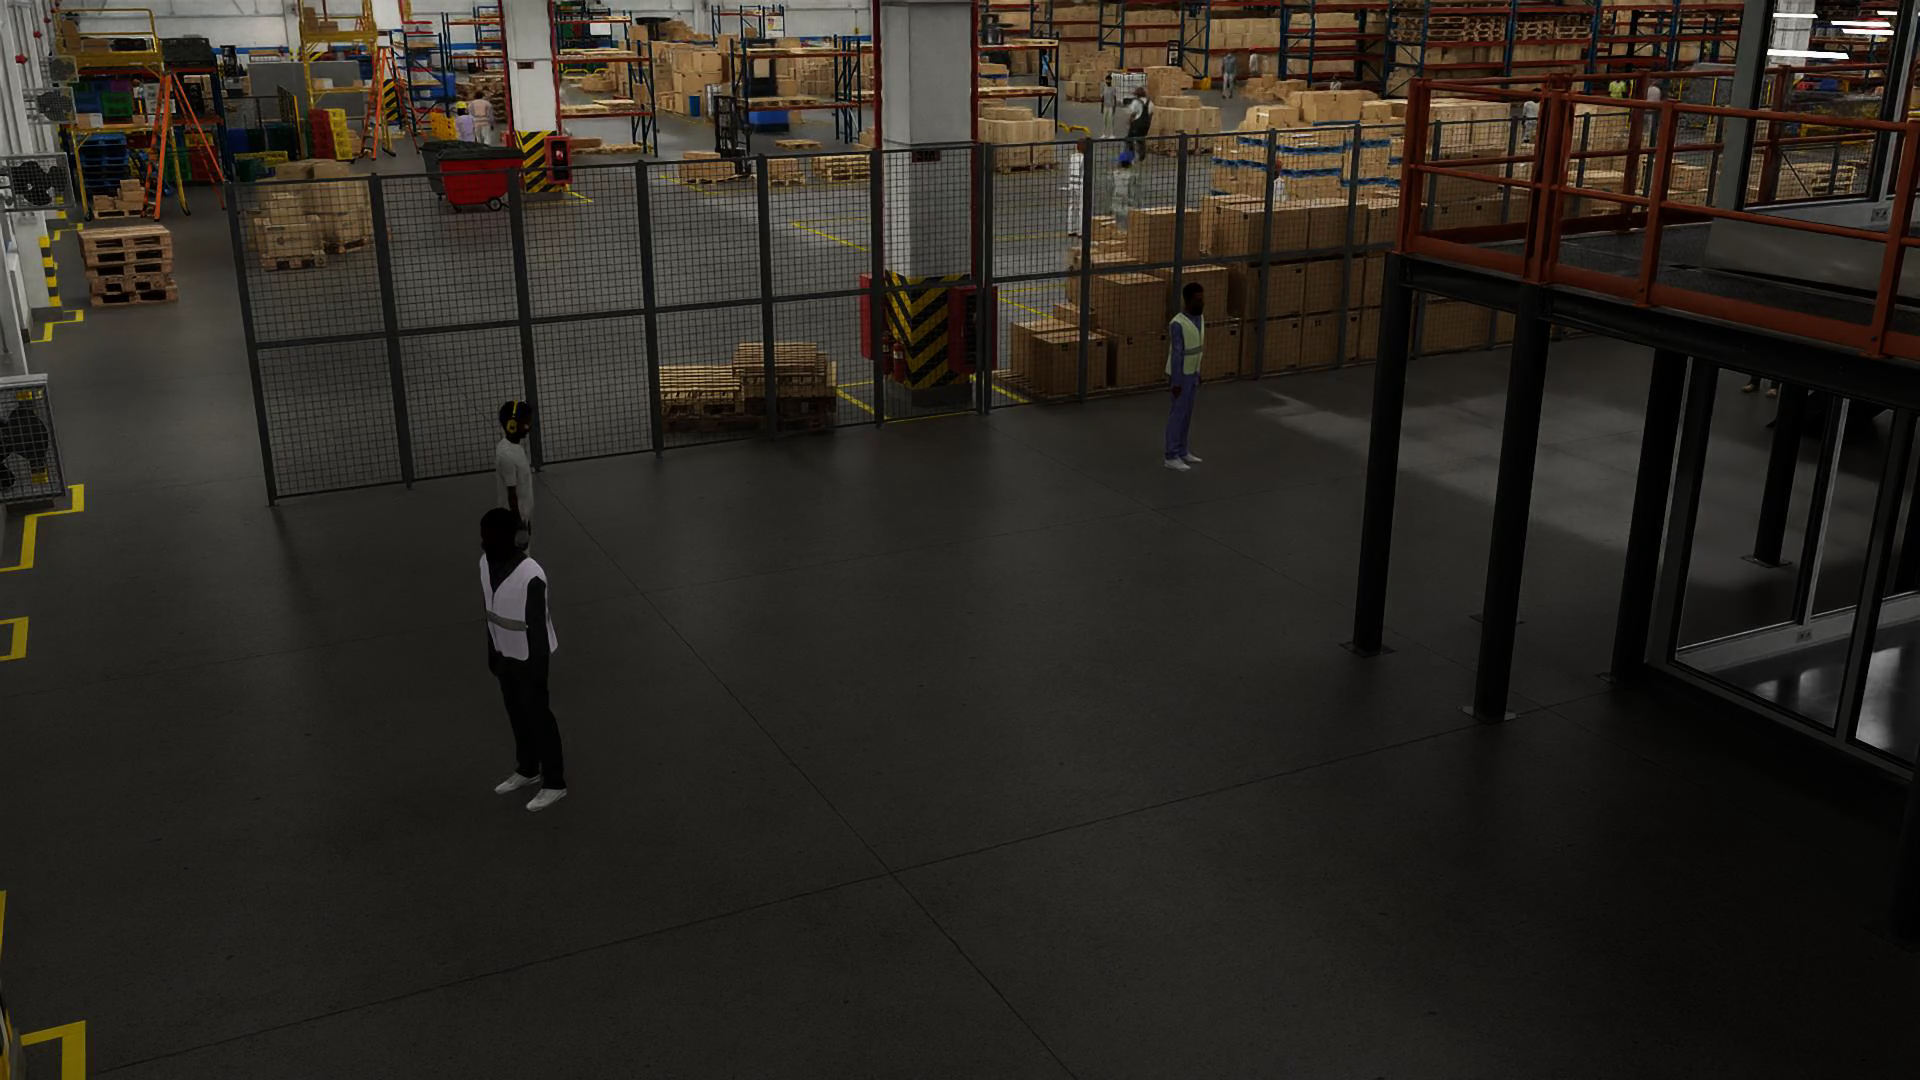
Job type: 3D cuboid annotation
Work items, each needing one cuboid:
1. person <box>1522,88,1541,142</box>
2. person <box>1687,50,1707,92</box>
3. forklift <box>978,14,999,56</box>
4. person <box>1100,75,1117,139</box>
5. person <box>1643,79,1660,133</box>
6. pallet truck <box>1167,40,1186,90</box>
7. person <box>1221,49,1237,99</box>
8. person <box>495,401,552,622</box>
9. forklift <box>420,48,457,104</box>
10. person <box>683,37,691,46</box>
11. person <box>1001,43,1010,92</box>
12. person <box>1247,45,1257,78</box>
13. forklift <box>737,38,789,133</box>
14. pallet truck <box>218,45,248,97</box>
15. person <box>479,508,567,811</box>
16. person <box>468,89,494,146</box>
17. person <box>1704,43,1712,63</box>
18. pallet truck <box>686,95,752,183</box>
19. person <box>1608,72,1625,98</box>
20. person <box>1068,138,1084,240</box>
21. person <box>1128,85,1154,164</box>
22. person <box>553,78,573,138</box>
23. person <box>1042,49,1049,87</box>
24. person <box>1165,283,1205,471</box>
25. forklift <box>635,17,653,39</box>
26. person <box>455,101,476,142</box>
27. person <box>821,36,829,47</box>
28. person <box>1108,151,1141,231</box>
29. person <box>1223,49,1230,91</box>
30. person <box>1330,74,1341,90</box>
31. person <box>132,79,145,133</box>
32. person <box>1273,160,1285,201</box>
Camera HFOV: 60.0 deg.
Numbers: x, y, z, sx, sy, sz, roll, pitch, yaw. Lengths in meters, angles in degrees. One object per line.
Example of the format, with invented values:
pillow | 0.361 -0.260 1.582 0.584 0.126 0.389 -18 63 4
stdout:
person | 14.850 -10.706 43.084 0.603 1.967 0.366 6 20 16
person | 30.123 -19.126 67.824 0.552 1.730 0.828 -10 22 -27
forklift | 1.364 -23.005 77.358 1.873 2.768 1.129 17 25 40
person | 4.446 -12.942 49.735 0.521 1.858 0.320 14 23 34
person | 19.995 -12.534 48.494 0.643 1.893 0.423 1 19 3
pallet truck | 9.045 -19.971 69.895 0.823 1.965 1.885 -3 19 -8
person | 10.483 -18.158 64.809 0.626 1.904 0.967 5 20 15
person | -3.328 -0.145 12.630 0.329 1.865 0.508 -5 20 -13
forklift | -19.865 -17.737 62.086 1.873 2.768 1.129 -7 20 -20
person | -12.244 -21.511 74.453 0.551 1.932 0.378 -5 20 -14
person | 1.878 -19.105 67.400 0.387 1.989 0.608 7 20 20
person | 11.801 -18.998 67.188 0.446 1.918 0.554 7 20 19
forklift | -6.146 -14.119 51.598 1.129 2.768 1.873 -9 21 -25
pallet truck | -28.879 -18.665 66.111 0.823 1.965 1.885 -3 19 -9
person | -2.666 0.701 10.114 0.586 1.910 0.395 17 25 40
person | -12.765 -11.071 44.353 0.636 1.825 0.650 -3 19 -8
person | 32.348 -20.694 72.328 0.830 1.788 0.601 7 20 20
pallet truck | -5.836 -9.608 39.856 0.823 1.965 1.885 10 22 27
person | 21.289 -14.327 54.012 0.540 1.687 0.361 13 23 32
person | 2.258 -6.621 31.390 0.350 1.878 0.567 -17 26 -41
person | 4.706 -10.834 43.343 0.718 2.000 0.564 -10 21 -27
person | -11.583 -12.459 48.290 0.636 1.894 0.761 13 23 33
person | 3.500 -19.563 69.167 0.315 1.696 0.541 12 22 30
person | 2.300 -1.683 17.005 0.372 1.914 0.597 11 22 29
forklift | -13.811 -21.492 72.973 1.873 2.768 1.129 7 20 21
person | -11.685 -9.378 39.293 0.371 1.929 0.585 11 22 28
person | -6.024 -22.070 76.092 0.631 1.921 0.666 16 25 39
person | 2.893 -5.768 28.849 0.655 1.905 0.914 10 21 26
person | 11.112 -19.447 68.831 0.369 1.686 0.550 -8 20 -21
person | 12.160 -14.284 53.967 0.314 1.629 0.508 -8 21 -22
person | -25.382 -13.402 51.413 0.523 1.632 0.313 6 20 16
person | 5.260 -5.406 27.845 0.337 1.882 0.584 1 19 3
